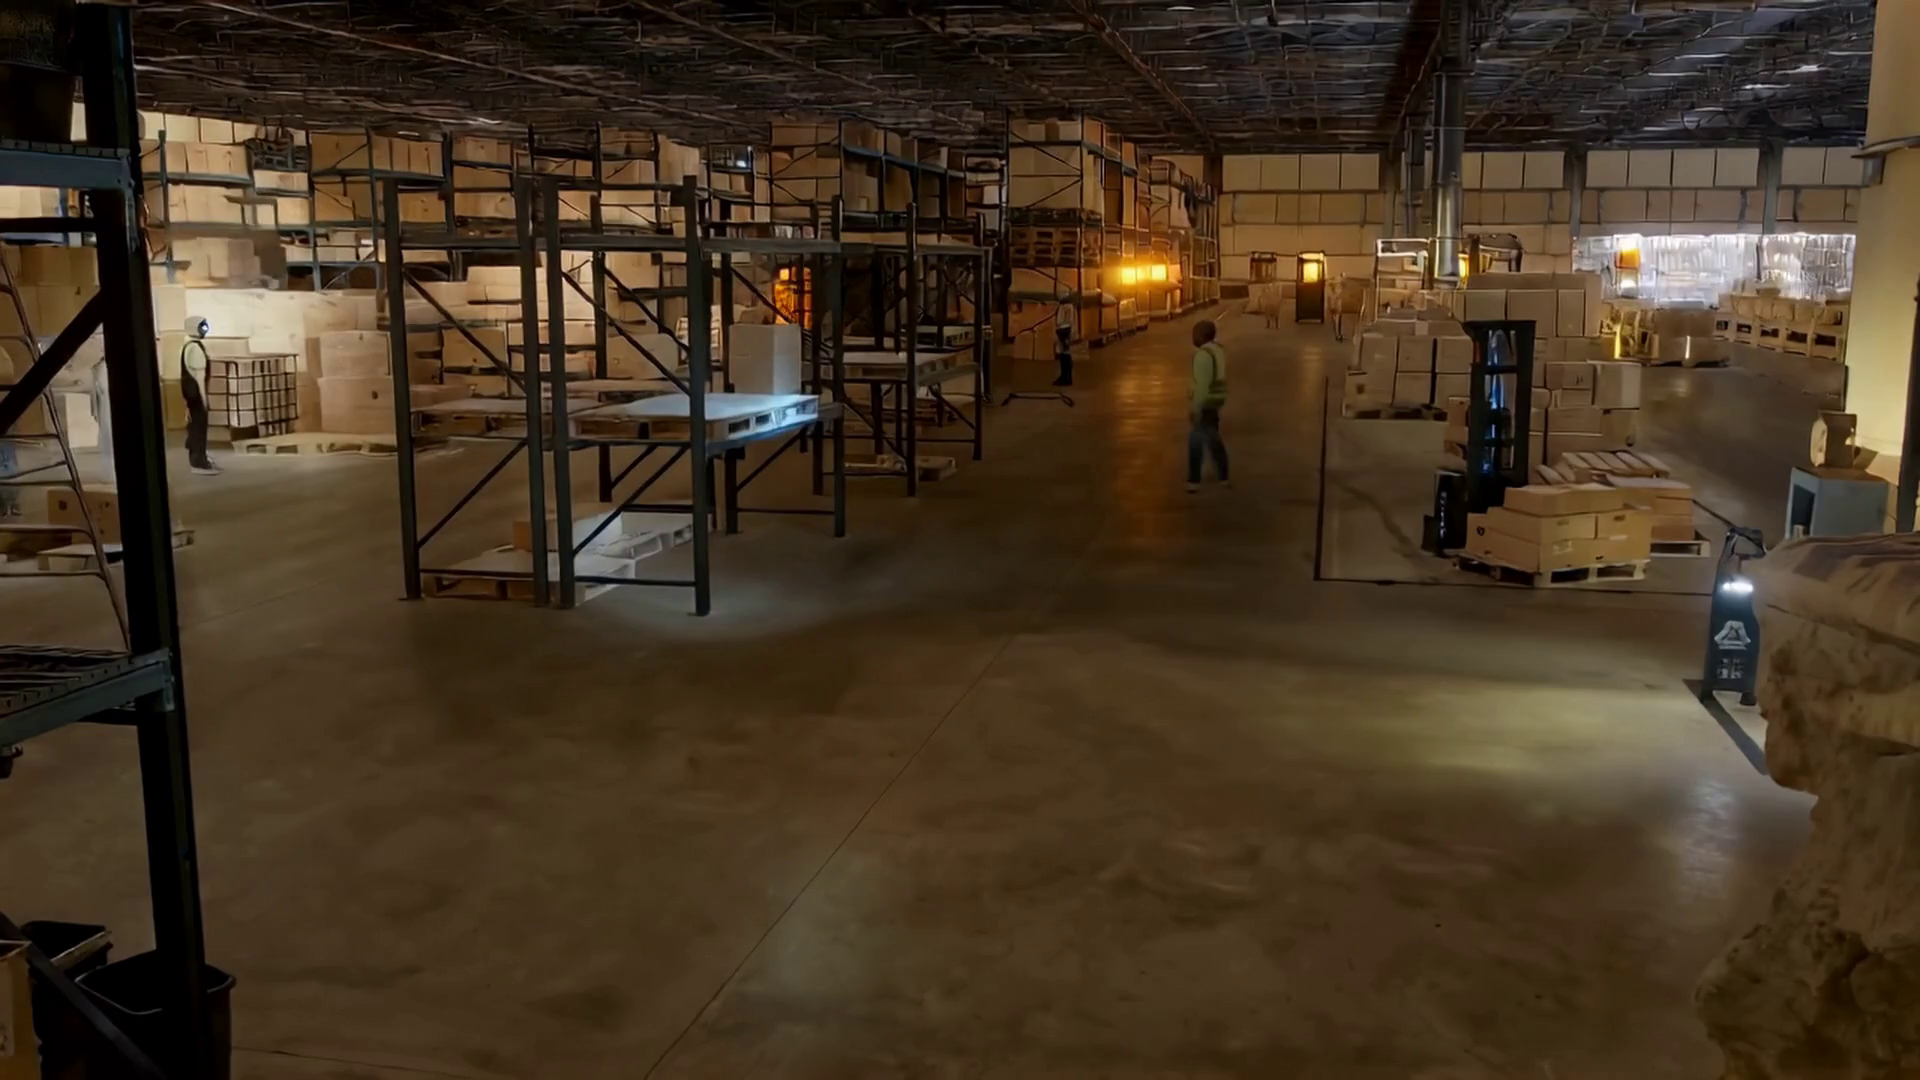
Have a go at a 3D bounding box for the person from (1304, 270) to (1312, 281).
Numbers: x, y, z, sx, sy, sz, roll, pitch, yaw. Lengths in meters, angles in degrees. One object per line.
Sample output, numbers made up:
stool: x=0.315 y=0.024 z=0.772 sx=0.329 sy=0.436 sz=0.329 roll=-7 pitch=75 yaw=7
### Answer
person: x=19.381 y=-14.094 z=92.610 sx=0.706 sy=1.886 sz=0.487 roll=6 pitch=11 yaw=30

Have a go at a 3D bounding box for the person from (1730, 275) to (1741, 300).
person: x=32.994 y=-10.385 z=70.870 sx=0.590 sy=1.812 sz=0.642 roll=1 pitch=10 yaw=5

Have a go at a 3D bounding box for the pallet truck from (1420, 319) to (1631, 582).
pallet truck: x=4.543 y=-0.757 z=13.299 sx=0.823 sy=1.965 sz=1.885 roll=-4 pitch=10 yaw=-22

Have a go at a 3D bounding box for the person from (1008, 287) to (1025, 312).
person: x=1.787 y=-7.420 z=53.150 sx=0.646 sy=1.868 sz=0.890 roll=-2 pitch=10 yaw=-10

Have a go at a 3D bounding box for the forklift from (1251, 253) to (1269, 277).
forklift: x=15.974 y=-13.947 z=88.796 sx=1.129 sy=2.768 sz=1.873 roll=2 pitch=10 yaw=12

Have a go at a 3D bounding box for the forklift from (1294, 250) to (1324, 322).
forklift: x=13.778 y=-10.002 z=65.433 sx=1.129 sy=2.768 sz=1.873 roll=2 pitch=10 yaw=12

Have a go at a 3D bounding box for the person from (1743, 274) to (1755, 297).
person: x=33.925 y=-10.493 z=71.399 sx=1.044 sy=1.839 sz=0.657 roll=8 pitch=12 yaw=38

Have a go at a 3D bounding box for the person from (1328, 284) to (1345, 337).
person: x=12.116 y=-7.382 z=53.461 sx=0.533 sy=1.670 sz=0.783 roll=3 pitch=10 yaw=20

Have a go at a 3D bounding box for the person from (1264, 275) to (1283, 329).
person: x=11.180 y=-8.490 z=59.360 sx=0.650 sy=1.906 sz=0.401 roll=2 pitch=10 yaw=11

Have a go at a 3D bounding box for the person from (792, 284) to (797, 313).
person: x=-7.372 y=-10.896 z=74.052 sx=0.546 sy=1.751 sz=0.467 roll=4 pitch=11 yaw=24

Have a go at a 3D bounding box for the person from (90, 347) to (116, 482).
person: x=-8.908 y=-1.336 z=17.647 sx=0.495 sy=1.685 sz=0.931 roll=-8 pitch=12 yaw=-39

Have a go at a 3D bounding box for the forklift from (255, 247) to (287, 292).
forklift: x=-19.921 y=-7.086 z=48.168 sx=1.129 sy=2.768 sz=1.873 roll=2 pitch=10 yaw=12

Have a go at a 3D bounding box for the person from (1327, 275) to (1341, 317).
person: x=15.899 y=-10.343 z=70.679 sx=0.602 sy=1.799 sz=0.918 roll=1 pitch=10 yaw=7

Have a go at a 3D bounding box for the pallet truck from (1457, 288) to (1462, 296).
pallet truck: x=20.506 y=-9.785 z=68.819 sx=0.653 sy=1.274 sz=1.630 roll=2 pitch=10 yaw=12

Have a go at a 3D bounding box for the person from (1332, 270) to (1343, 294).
person: x=18.177 y=-11.995 z=80.030 sx=0.617 sy=1.940 sz=0.417 roll=-5 pitch=11 yaw=-27

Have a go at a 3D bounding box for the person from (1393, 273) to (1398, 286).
person: x=23.089 y=-13.290 z=88.303 sx=0.485 sy=1.735 sz=0.347 roll=-6 pitch=11 yaw=-33

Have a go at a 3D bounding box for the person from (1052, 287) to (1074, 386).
person: x=2.014 y=-3.977 z=32.541 sx=0.360 sy=1.935 sz=0.552 roll=-3 pitch=10 yaw=-18

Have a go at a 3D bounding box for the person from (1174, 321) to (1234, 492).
person: x=2.626 y=-1.406 z=17.711 sx=0.605 sy=1.832 sz=0.672 roll=5 pitch=11 yaw=28

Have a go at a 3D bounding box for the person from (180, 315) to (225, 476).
person: x=-8.696 y=-1.647 z=19.021 sx=0.338 sy=1.845 sz=0.514 roll=-7 pitch=12 yaw=-37

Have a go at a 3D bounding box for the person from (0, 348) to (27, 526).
person: x=-8.917 y=-1.082 z=15.445 sx=0.367 sy=1.932 sz=0.623 roll=-6 pitch=11 yaw=-32

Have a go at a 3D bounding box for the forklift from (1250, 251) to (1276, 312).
forklift: x=13.807 y=-11.692 z=75.444 sx=1.129 sy=2.768 sz=1.873 roll=2 pitch=10 yaw=12

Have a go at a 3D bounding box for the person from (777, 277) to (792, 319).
person: x=-5.617 y=-7.321 z=52.420 sx=0.634 sy=1.924 sz=0.636 roll=4 pitch=10 yaw=24

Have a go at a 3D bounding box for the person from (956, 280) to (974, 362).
person: x=0.191 y=-5.296 z=40.279 sx=0.607 sy=1.963 sz=0.374 roll=-3 pitch=10 yaw=-17

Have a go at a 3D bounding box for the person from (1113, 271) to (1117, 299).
person: x=8.149 y=-13.003 z=86.134 sx=0.646 sy=1.890 sz=0.503 roll=1 pitch=10 yaw=4

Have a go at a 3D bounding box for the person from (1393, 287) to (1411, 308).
person: x=12.508 y=-6.316 z=47.120 sx=0.535 sy=1.691 sz=0.322 roll=7 pitch=12 yaw=35
